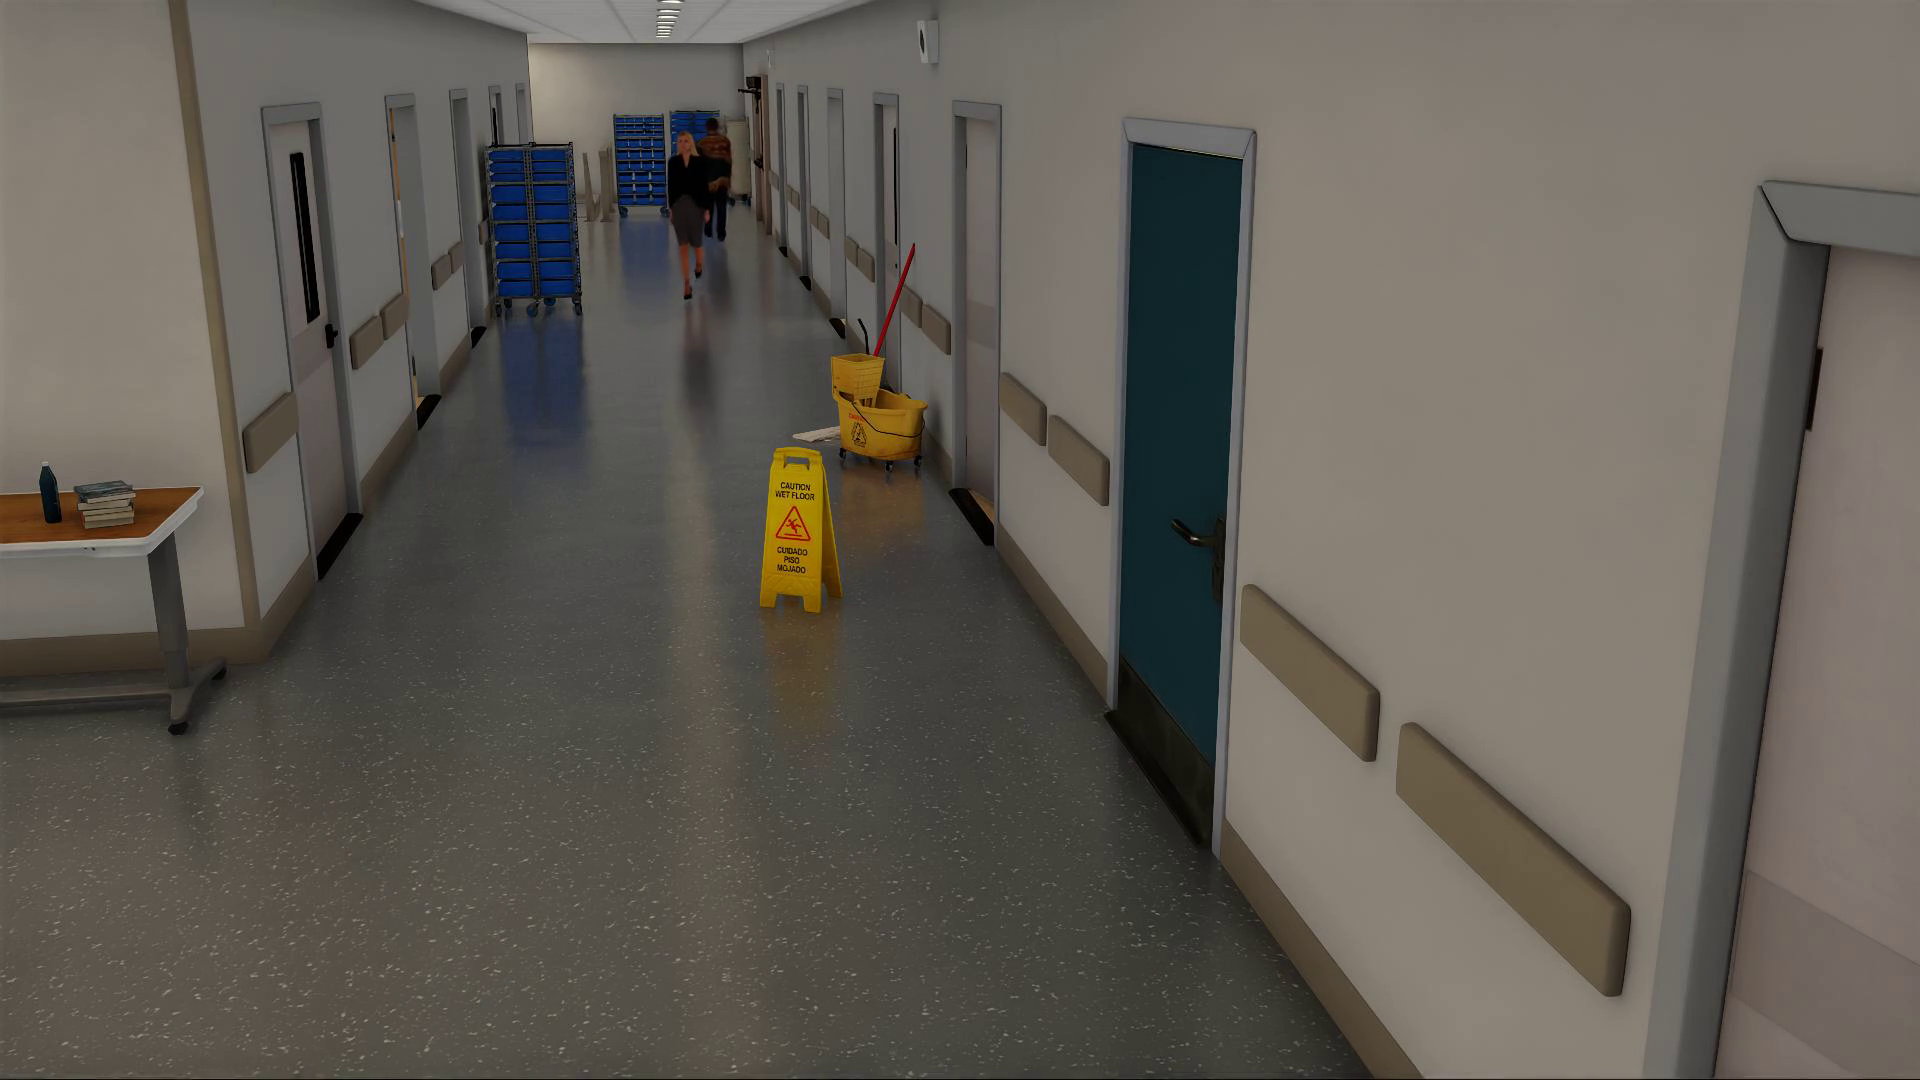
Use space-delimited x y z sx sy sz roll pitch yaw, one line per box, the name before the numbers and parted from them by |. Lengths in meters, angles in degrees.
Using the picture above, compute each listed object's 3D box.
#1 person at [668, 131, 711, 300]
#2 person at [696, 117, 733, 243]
person | -3.012 -3.614 18.548 0.706 1.822 1.051 0 16 -1
person | -3.544 -5.231 24.320 0.753 1.762 1.140 -4 16 -14
